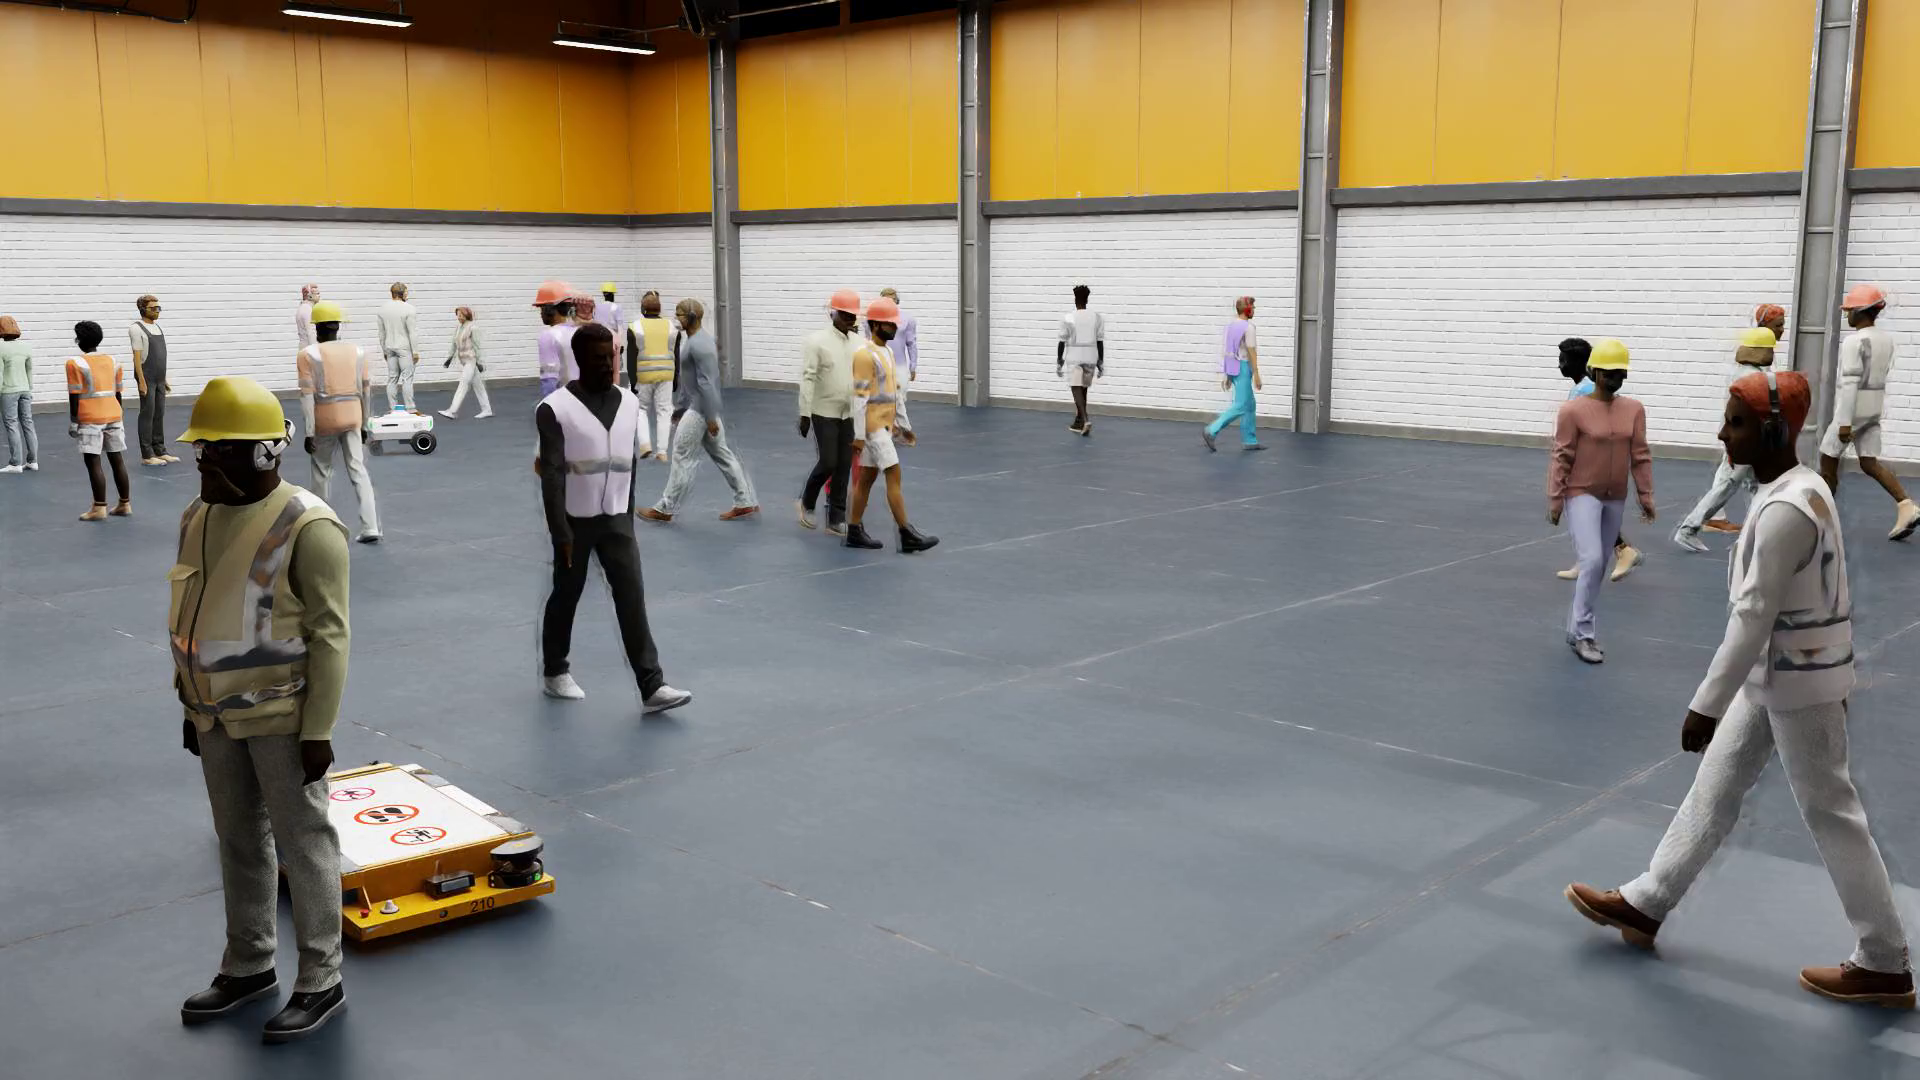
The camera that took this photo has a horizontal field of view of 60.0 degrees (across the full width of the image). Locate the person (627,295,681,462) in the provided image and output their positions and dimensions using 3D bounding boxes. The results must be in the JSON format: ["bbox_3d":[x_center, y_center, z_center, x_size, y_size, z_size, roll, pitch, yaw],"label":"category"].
[{"bbox_3d":[-3.374,-1.770,18.320,0.621,1.829,0.445,-4,10,-24],"label":"person"}]

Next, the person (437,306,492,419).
[{"bbox_3d":[-6.985,-2.483,23.414,0.876,1.588,0.526,-7,12,-39],"label":"person"}]

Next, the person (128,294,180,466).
[{"bbox_3d":[-8.715,-1.721,17.961,0.346,1.846,0.507,1,9,4],"label":"person"}]

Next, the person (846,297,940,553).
[{"bbox_3d":[-0.492,-0.848,12.452,0.893,1.903,0.548,2,10,13],"label":"person"}]

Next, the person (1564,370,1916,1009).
[{"bbox_3d":[2.361,0.422,4.885,0.994,1.824,0.614,4,10,24],"label":"person"}]

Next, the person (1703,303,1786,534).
[{"bbox_3d":[6.366,-0.929,13.130,0.913,1.828,0.589,7,12,38],"label":"person"}]

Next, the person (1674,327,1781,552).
[{"bbox_3d":[5.801,-0.730,12.352,0.883,1.702,0.503,2,9,11],"label":"person"}]

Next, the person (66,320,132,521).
[{"bbox_3d":[-7.302,-1.011,14.094,0.320,1.690,0.539,3,10,18],"label":"person"}]

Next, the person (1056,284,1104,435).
[{"bbox_3d":[1.565,-2.309,21.318,0.610,1.934,0.943,-3,10,-15],"label":"person"}]

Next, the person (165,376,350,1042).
[{"bbox_3d":[-1.953,0.463,4.610,0.589,1.833,0.404,5,10,26],"label":"person"}]

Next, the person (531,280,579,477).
[{"bbox_3d":[-3.014,-0.942,12.601,0.473,2.033,0.664,3,10,17],"label":"person"}]

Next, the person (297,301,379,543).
[{"bbox_3d":[-4.853,-0.916,12.950,1.010,1.875,0.612,9,13,43],"label":"person"}]

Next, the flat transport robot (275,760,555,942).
[{"bbox_3d":[-2.053,1.038,5.856,0.652,0.197,1.431,-8,12,-39],"label":"flat transport robot"}]

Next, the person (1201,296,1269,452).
[{"bbox_3d":[3.211,-1.920,19.282,0.832,1.816,0.572,-2,9,-11],"label":"person"}]

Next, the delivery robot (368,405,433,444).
[{"bbox_3d":[-6.420,-1.306,19.075,0.707,0.478,0.477,-4,10,-21],"label":"delivery robot"}]

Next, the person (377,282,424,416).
[{"bbox_3d":[-7.903,-2.665,23.470,0.629,1.937,0.376,3,10,20],"label":"person"}]

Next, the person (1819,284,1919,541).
[{"bbox_3d":[7.124,-0.999,13.056,0.619,2.011,0.964,-6,11,-32],"label":"person"}]

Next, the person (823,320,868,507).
[{"bbox_3d":[-1.009,-1.172,14.835,0.523,1.769,0.323,-1,9,-7],"label":"person"}]

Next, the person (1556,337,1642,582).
[{"bbox_3d":[4.266,-0.528,11.175,0.542,1.666,0.554,2,10,13],"label":"person"}]

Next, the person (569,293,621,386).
[{"bbox_3d":[-3.294,-1.207,14.623,0.409,1.909,0.642,9,13,44],"label":"person"}]

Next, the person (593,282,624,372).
[{"bbox_3d":[-5.746,-3.255,27.165,0.610,1.912,0.628,4,10,23],"label":"person"}]

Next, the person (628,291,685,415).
[{"bbox_3d":[-4.503,-2.666,23.890,0.976,1.818,0.529,-6,11,-34],"label":"person"}]

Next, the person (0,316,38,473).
[{"bbox_3d":[-9.889,-1.518,17.367,0.279,1.633,0.506,2,10,14],"label":"person"}]

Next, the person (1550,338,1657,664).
[{"bbox_3d":[3.512,-0.207,9.000,0.527,1.747,0.659,-3,10,-16],"label":"person"}]

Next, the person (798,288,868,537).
[{"bbox_3d":[-0.996,-1.009,13.195,0.645,1.971,0.554,-9,13,-42],"label":"person"}]

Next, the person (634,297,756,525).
[{"bbox_3d":[-2.183,-1.066,13.847,1.011,1.890,0.641,-1,9,-7],"label":"person"}]

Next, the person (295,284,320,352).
[{"bbox_3d":[-9.060,-2.627,23.325,0.404,1.911,0.636,-5,11,-30],"label":"person"}]

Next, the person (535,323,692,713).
[{"bbox_3d":[-1.730,-0.098,7.954,1.019,1.860,0.618,8,12,40],"label":"person"}]

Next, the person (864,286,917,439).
[{"bbox_3d":[-0.835,-2.087,19.993,0.636,1.924,0.669,-1,9,-4],"label":"person"}]
